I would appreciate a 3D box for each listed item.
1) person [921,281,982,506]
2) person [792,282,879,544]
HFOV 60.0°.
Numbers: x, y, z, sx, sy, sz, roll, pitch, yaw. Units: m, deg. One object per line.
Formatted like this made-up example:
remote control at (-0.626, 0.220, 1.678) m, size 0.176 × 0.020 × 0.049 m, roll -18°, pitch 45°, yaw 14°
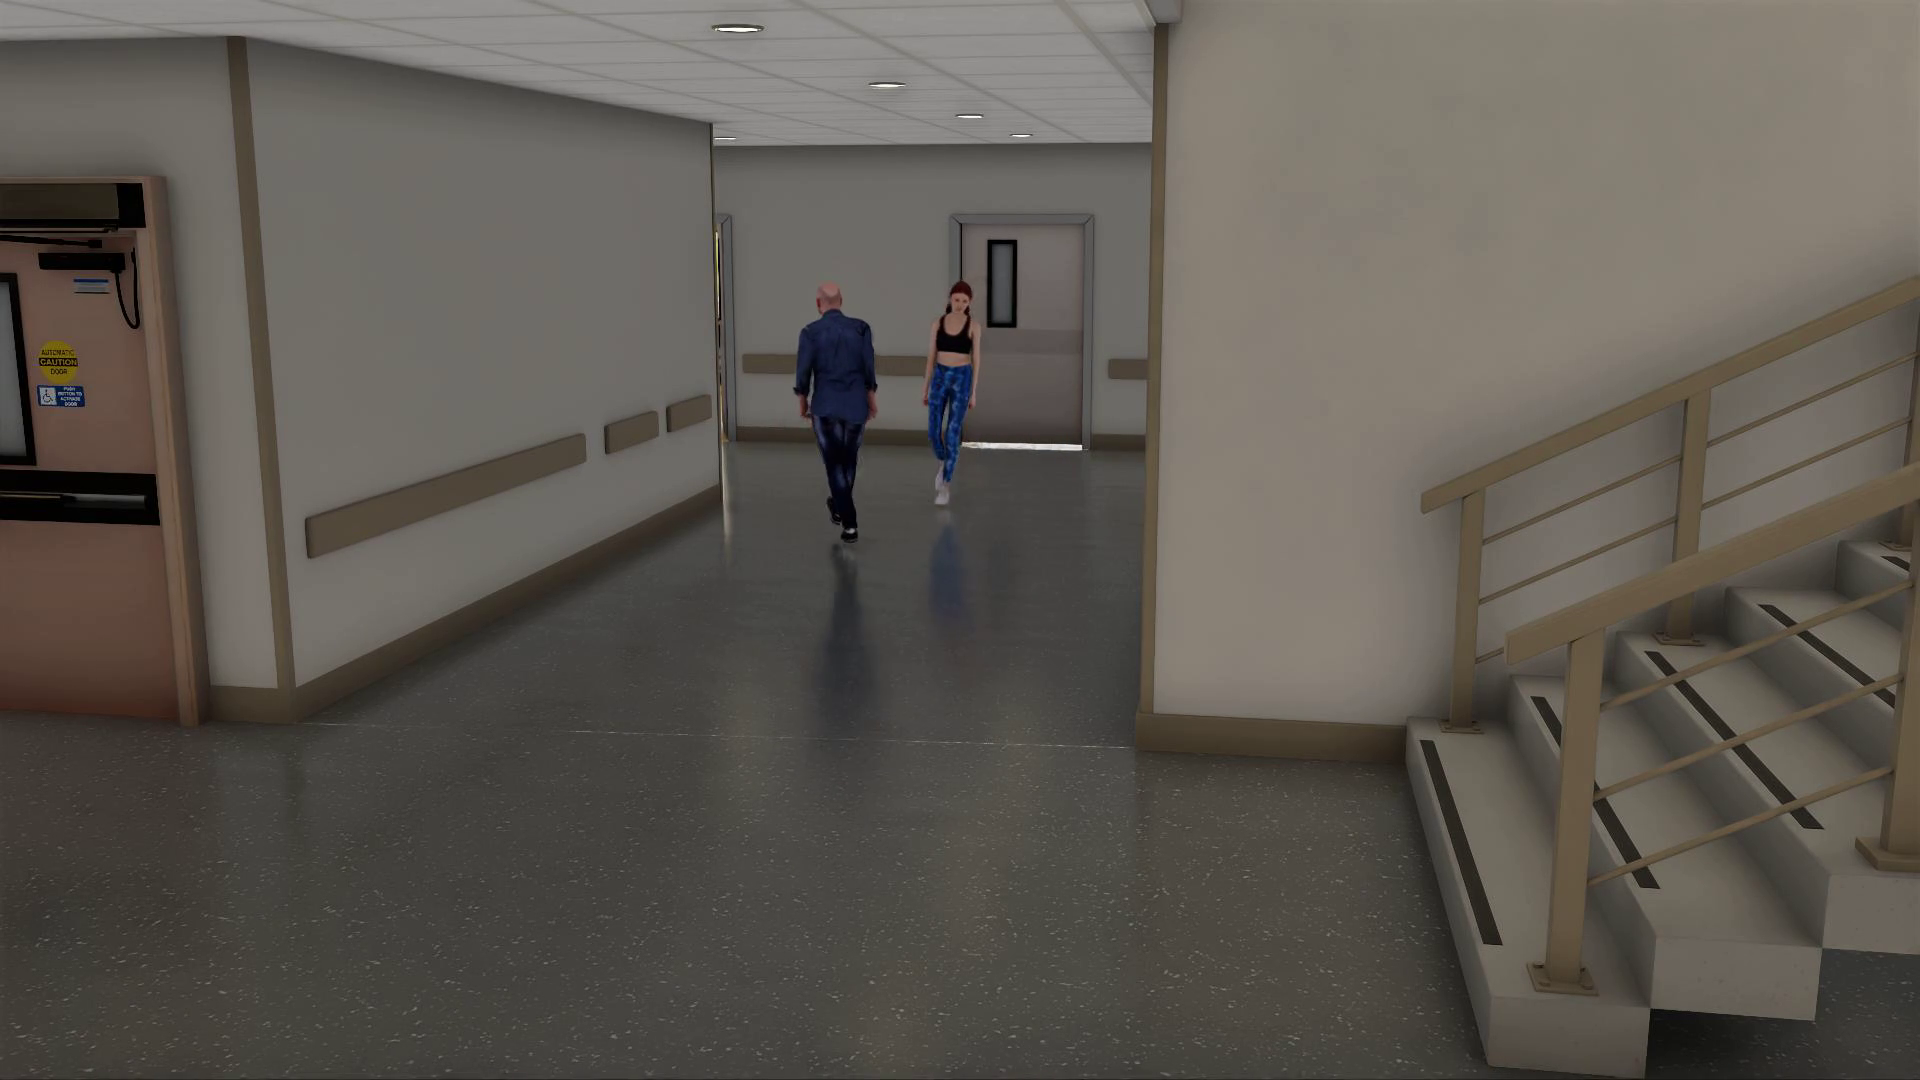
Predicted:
person at (-0.047, -1.163, 13.252) m, size 0.683 × 1.763 × 0.690 m, roll 3°, pitch 11°, yaw 16°
person at (-0.820, -0.842, 11.512) m, size 1.229 × 1.780 × 1.182 m, roll -4°, pitch 11°, yaw -21°
